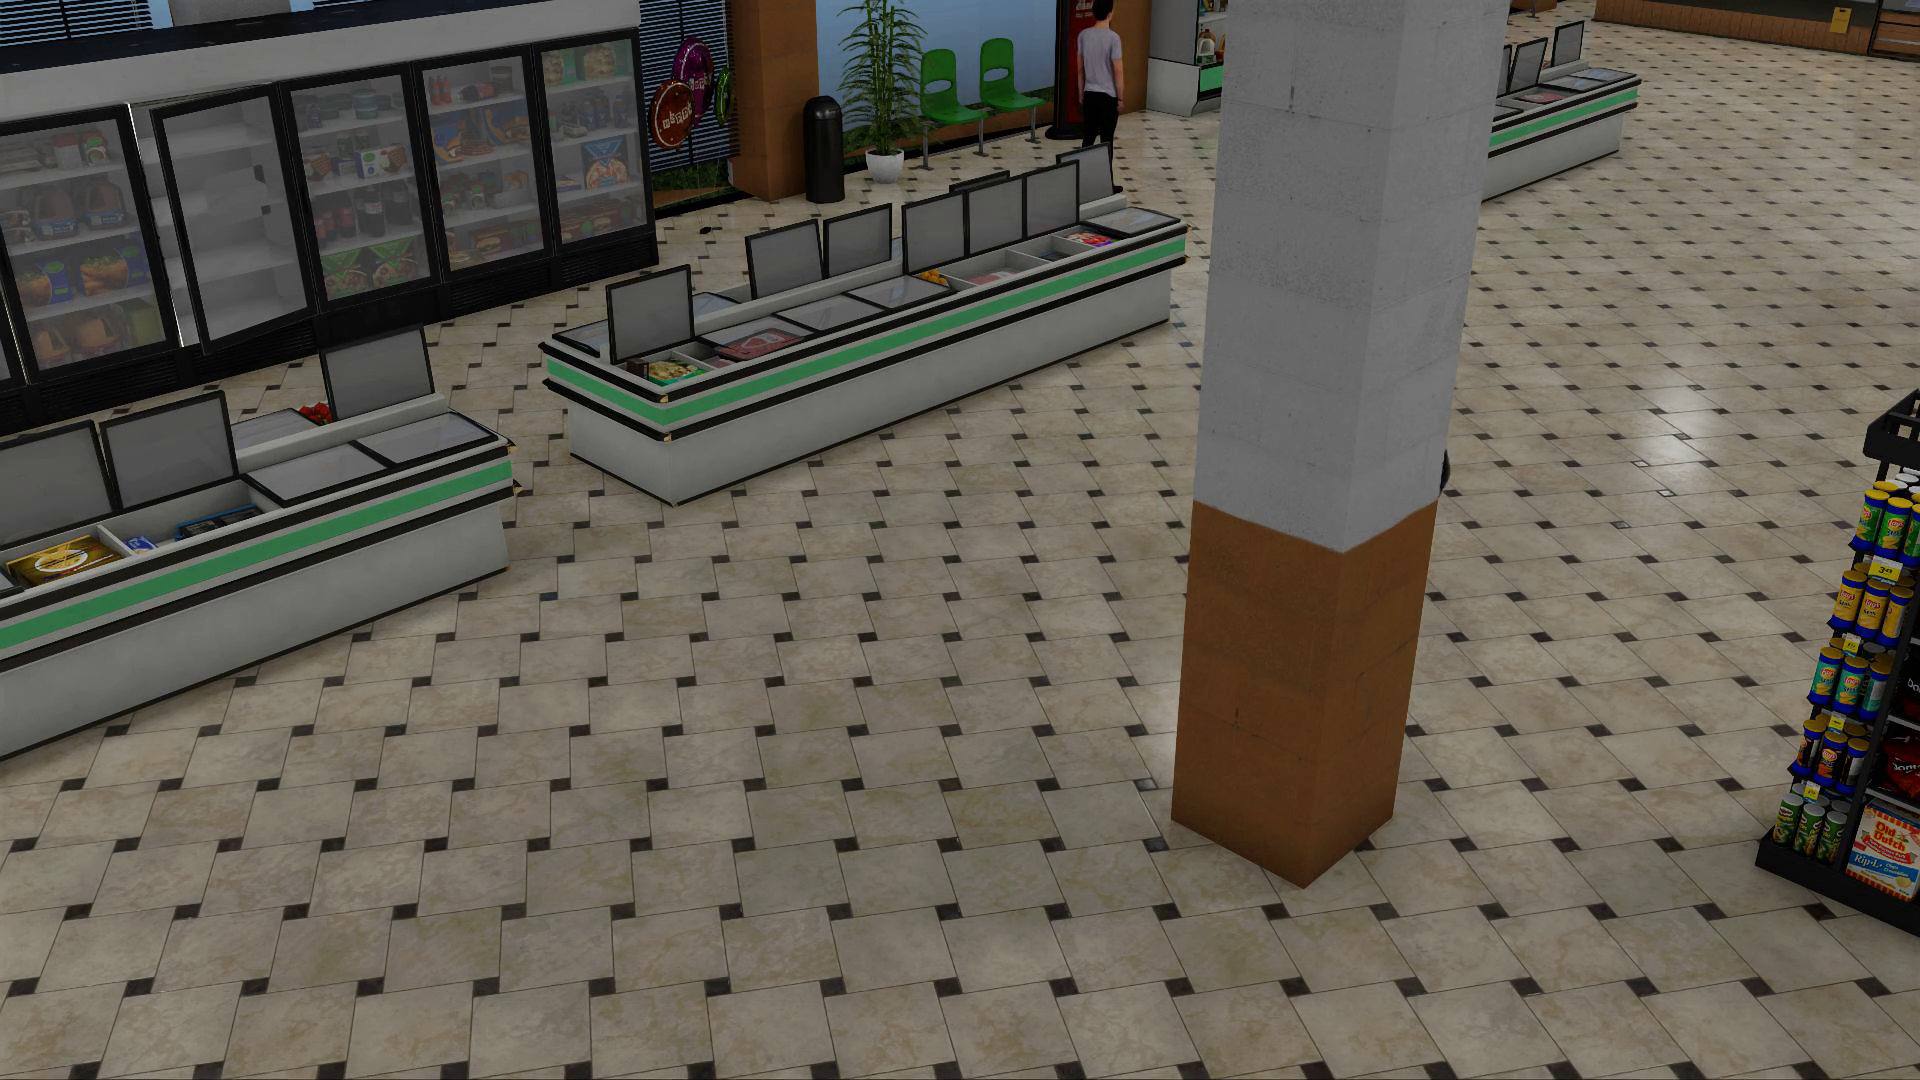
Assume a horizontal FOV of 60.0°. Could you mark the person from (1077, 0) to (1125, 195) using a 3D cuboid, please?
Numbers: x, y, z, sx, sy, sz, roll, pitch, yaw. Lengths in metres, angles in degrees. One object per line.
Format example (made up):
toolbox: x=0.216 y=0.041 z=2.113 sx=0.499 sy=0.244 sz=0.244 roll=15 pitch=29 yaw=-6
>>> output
person: x=1.360 y=-4.314 z=16.174 sx=0.679 sy=1.863 sz=0.573 roll=20 pitch=33 yaw=34
